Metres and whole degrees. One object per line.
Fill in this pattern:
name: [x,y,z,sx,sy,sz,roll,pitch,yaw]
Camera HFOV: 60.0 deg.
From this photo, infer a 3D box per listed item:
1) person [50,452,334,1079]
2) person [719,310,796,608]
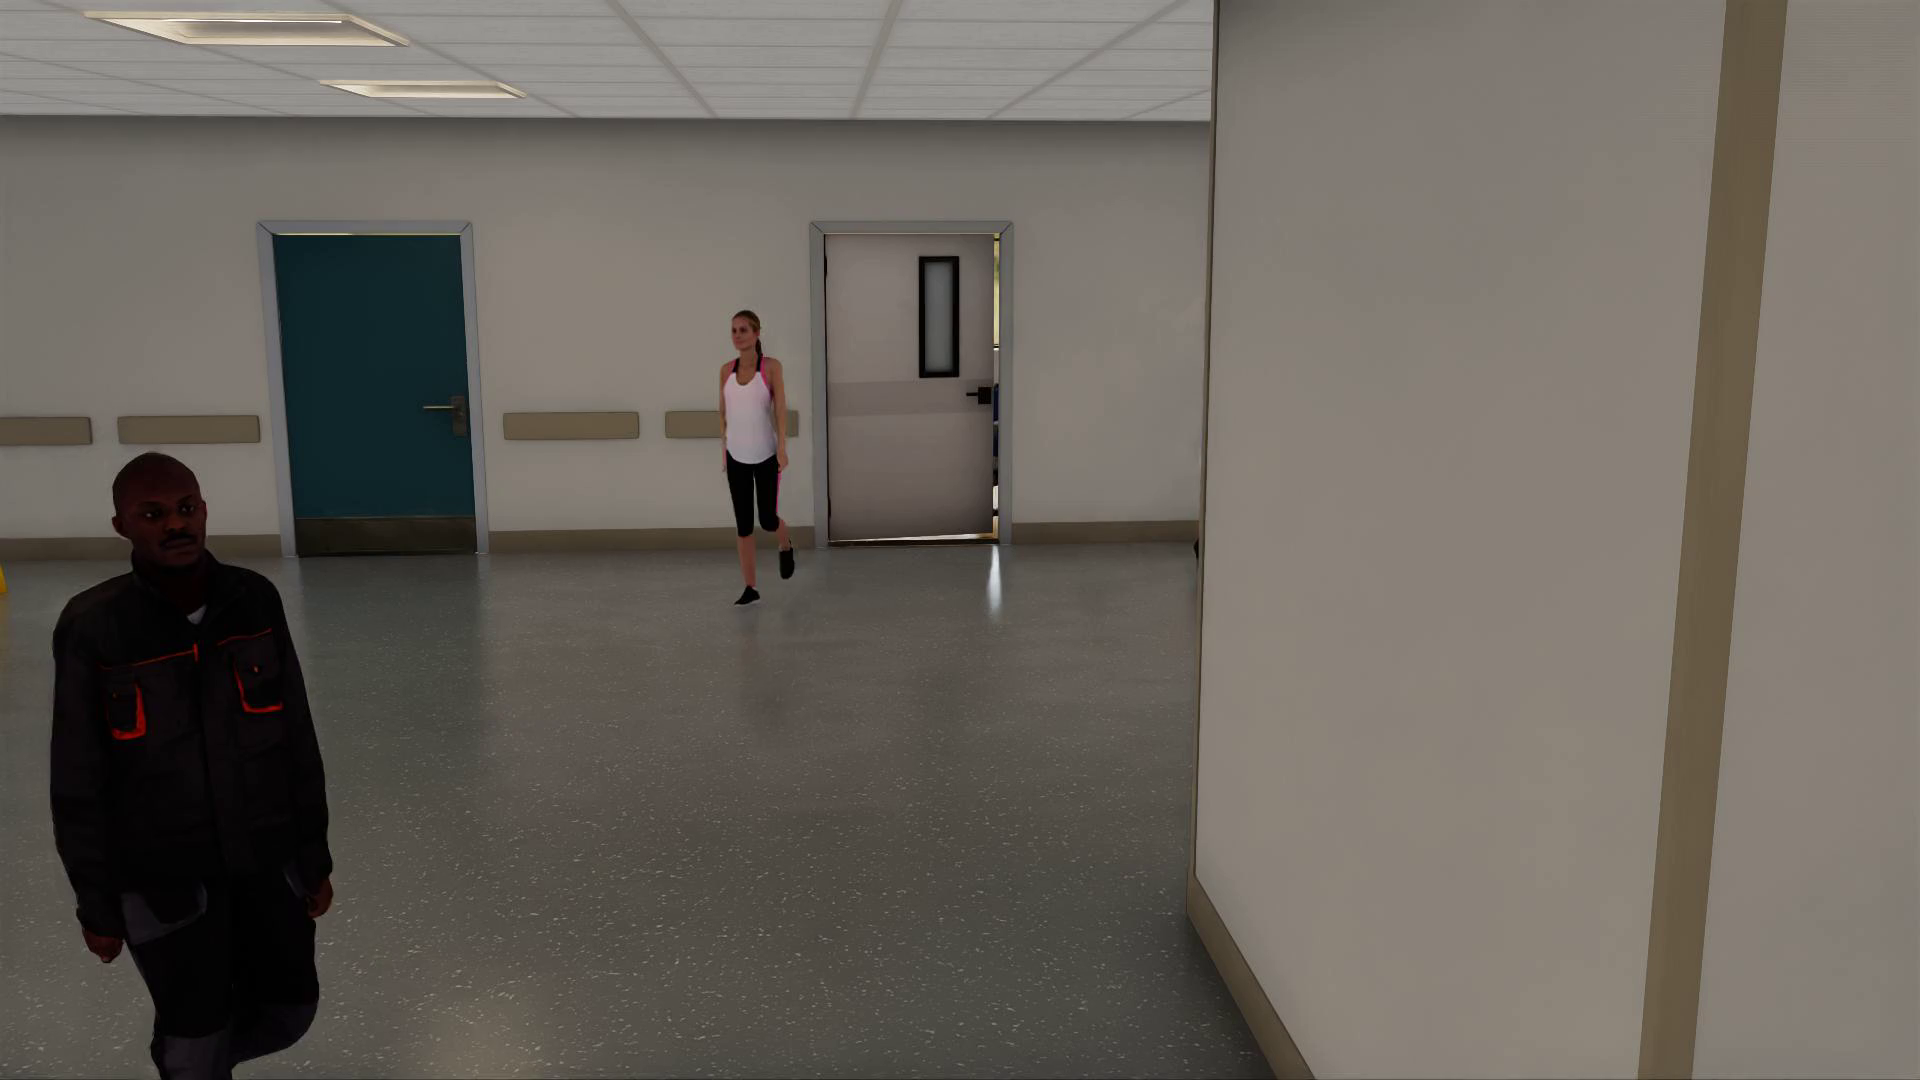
person: [-1.727,0.695,3.732,1.107,1.802,1.059,10,14,42]
person: [-1.204,-0.492,10.060,0.966,1.775,0.904,4,11,19]
